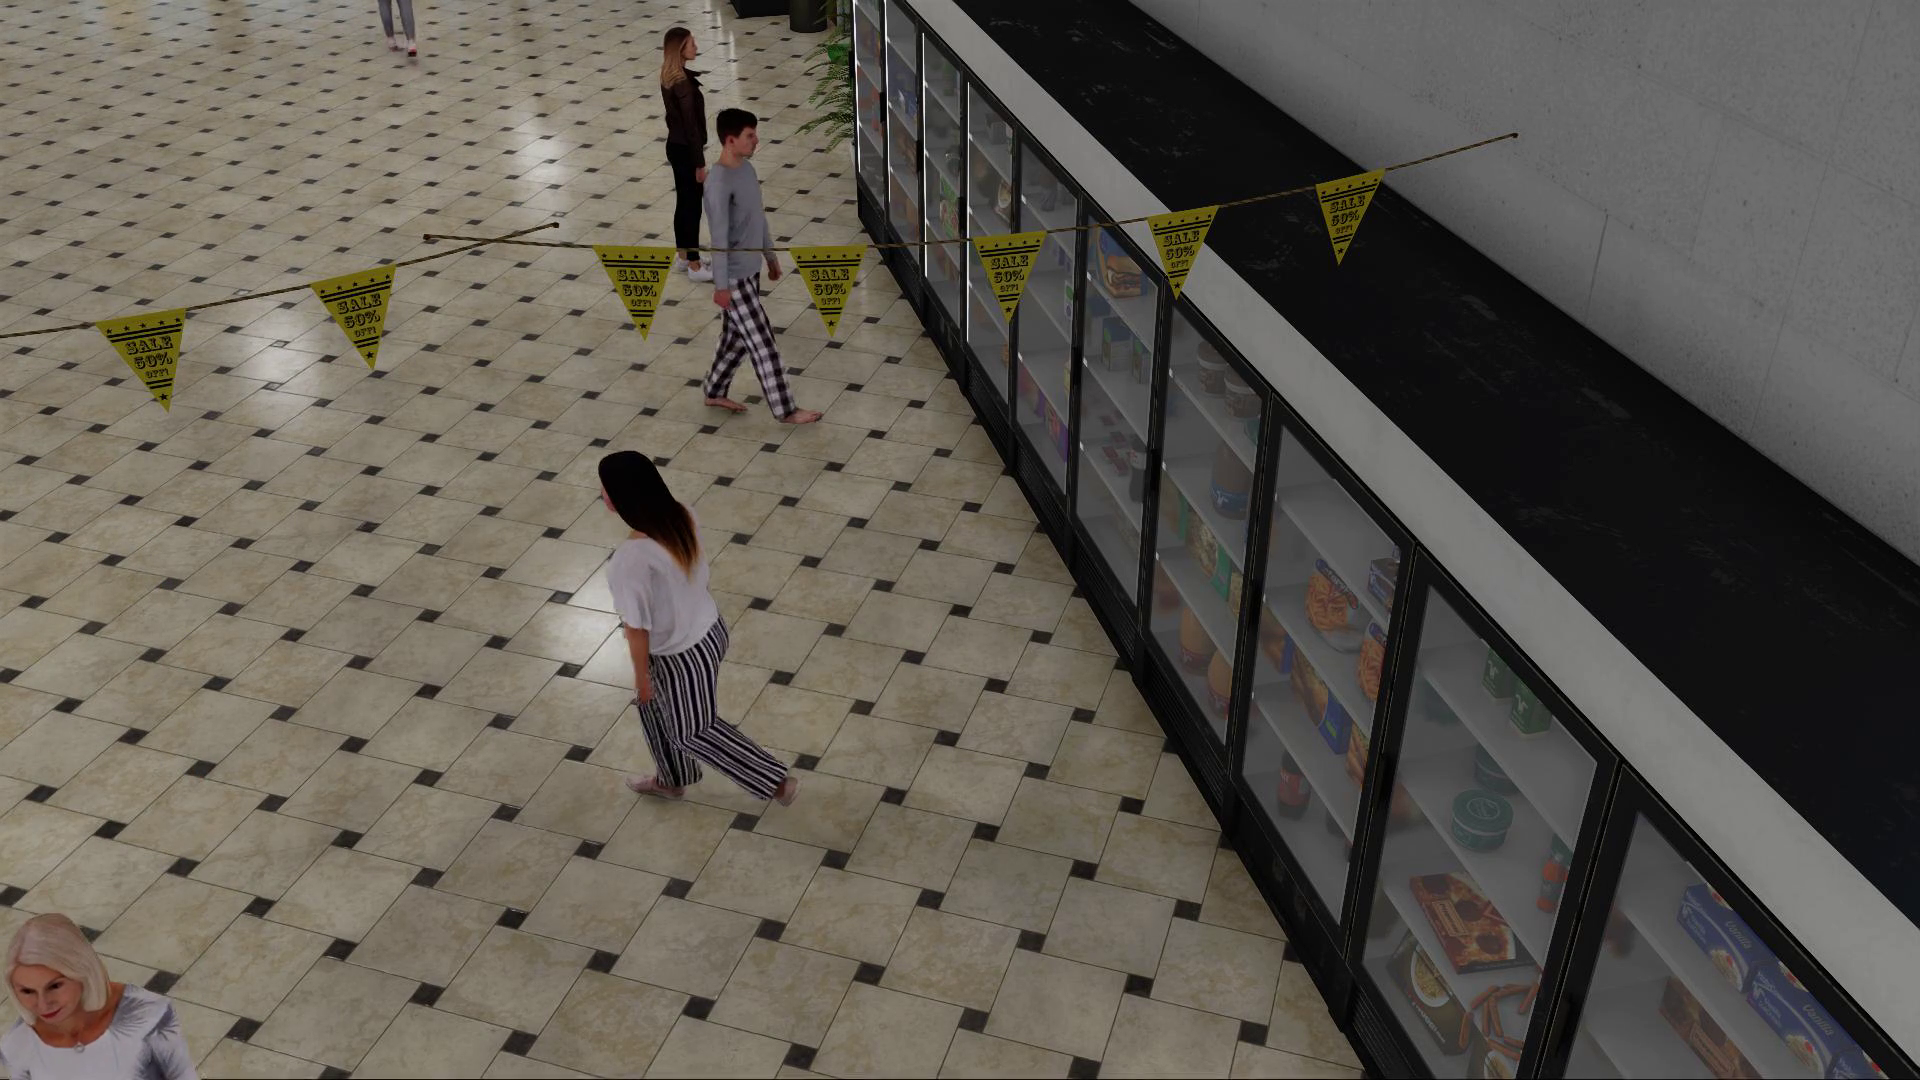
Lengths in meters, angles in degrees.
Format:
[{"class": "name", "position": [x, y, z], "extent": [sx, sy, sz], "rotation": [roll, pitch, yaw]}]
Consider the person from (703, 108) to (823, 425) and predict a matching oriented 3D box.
[{"class": "person", "position": [-1.308, -1.513, 9.361], "extent": [1.106, 1.816, 0.933], "rotation": [7, 33, 11]}]

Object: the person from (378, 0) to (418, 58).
[{"class": "person", "position": [-5.392, -5.379, 15.798], "extent": [1.032, 1.580, 0.734], "rotation": [-13, 34, -21]}]

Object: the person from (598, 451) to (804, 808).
[{"class": "person", "position": [-0.998, 0.426, 6.417], "extent": [1.180, 1.634, 1.010], "rotation": [9, 33, 14]}]

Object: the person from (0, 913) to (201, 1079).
[{"class": "person", "position": [-2.172, 1.606, 4.445], "extent": [0.985, 1.715, 0.751], "rotation": [-13, 34, -20]}]

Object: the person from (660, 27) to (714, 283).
[{"class": "person", "position": [-1.850, -2.588, 11.206], "extent": [0.542, 1.692, 0.633], "rotation": [-14, 34, -21]}]
